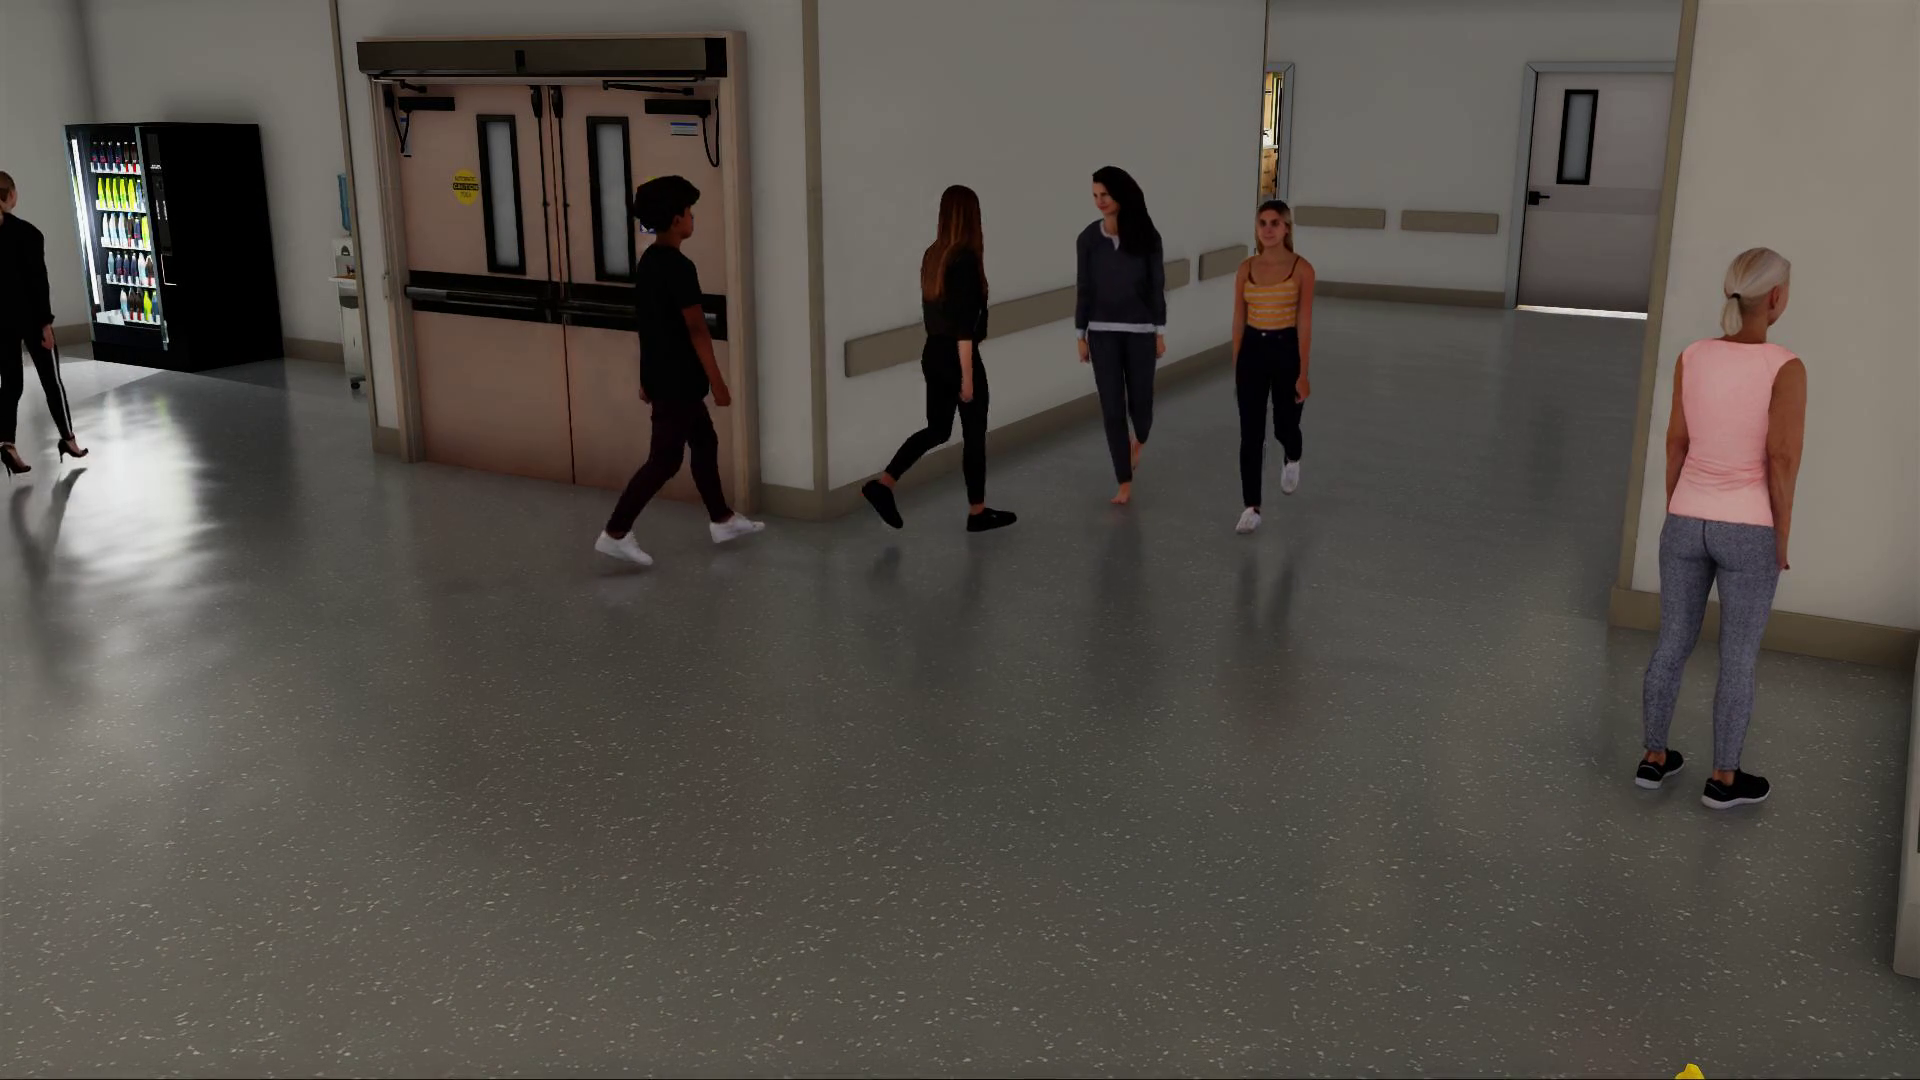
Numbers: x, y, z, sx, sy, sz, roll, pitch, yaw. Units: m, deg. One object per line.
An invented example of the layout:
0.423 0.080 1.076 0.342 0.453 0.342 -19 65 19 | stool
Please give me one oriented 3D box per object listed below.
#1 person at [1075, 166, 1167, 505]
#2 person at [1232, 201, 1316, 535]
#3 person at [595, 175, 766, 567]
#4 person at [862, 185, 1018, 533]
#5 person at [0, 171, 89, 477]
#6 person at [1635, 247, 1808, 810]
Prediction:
0.869 -1.087 8.842 0.944 1.743 0.878 2 16 7 | person
1.578 -0.861 8.283 0.950 1.612 0.688 8 17 25 | person
-1.371 -0.744 7.600 1.065 1.757 1.142 -8 18 -27 | person
-0.126 -0.856 8.132 1.031 1.683 1.047 -5 17 -19 | person
-5.285 -1.167 9.247 0.963 1.677 0.936 1 16 4 | person
2.350 -0.033 5.137 0.675 1.725 0.541 -13 20 -39 | person
